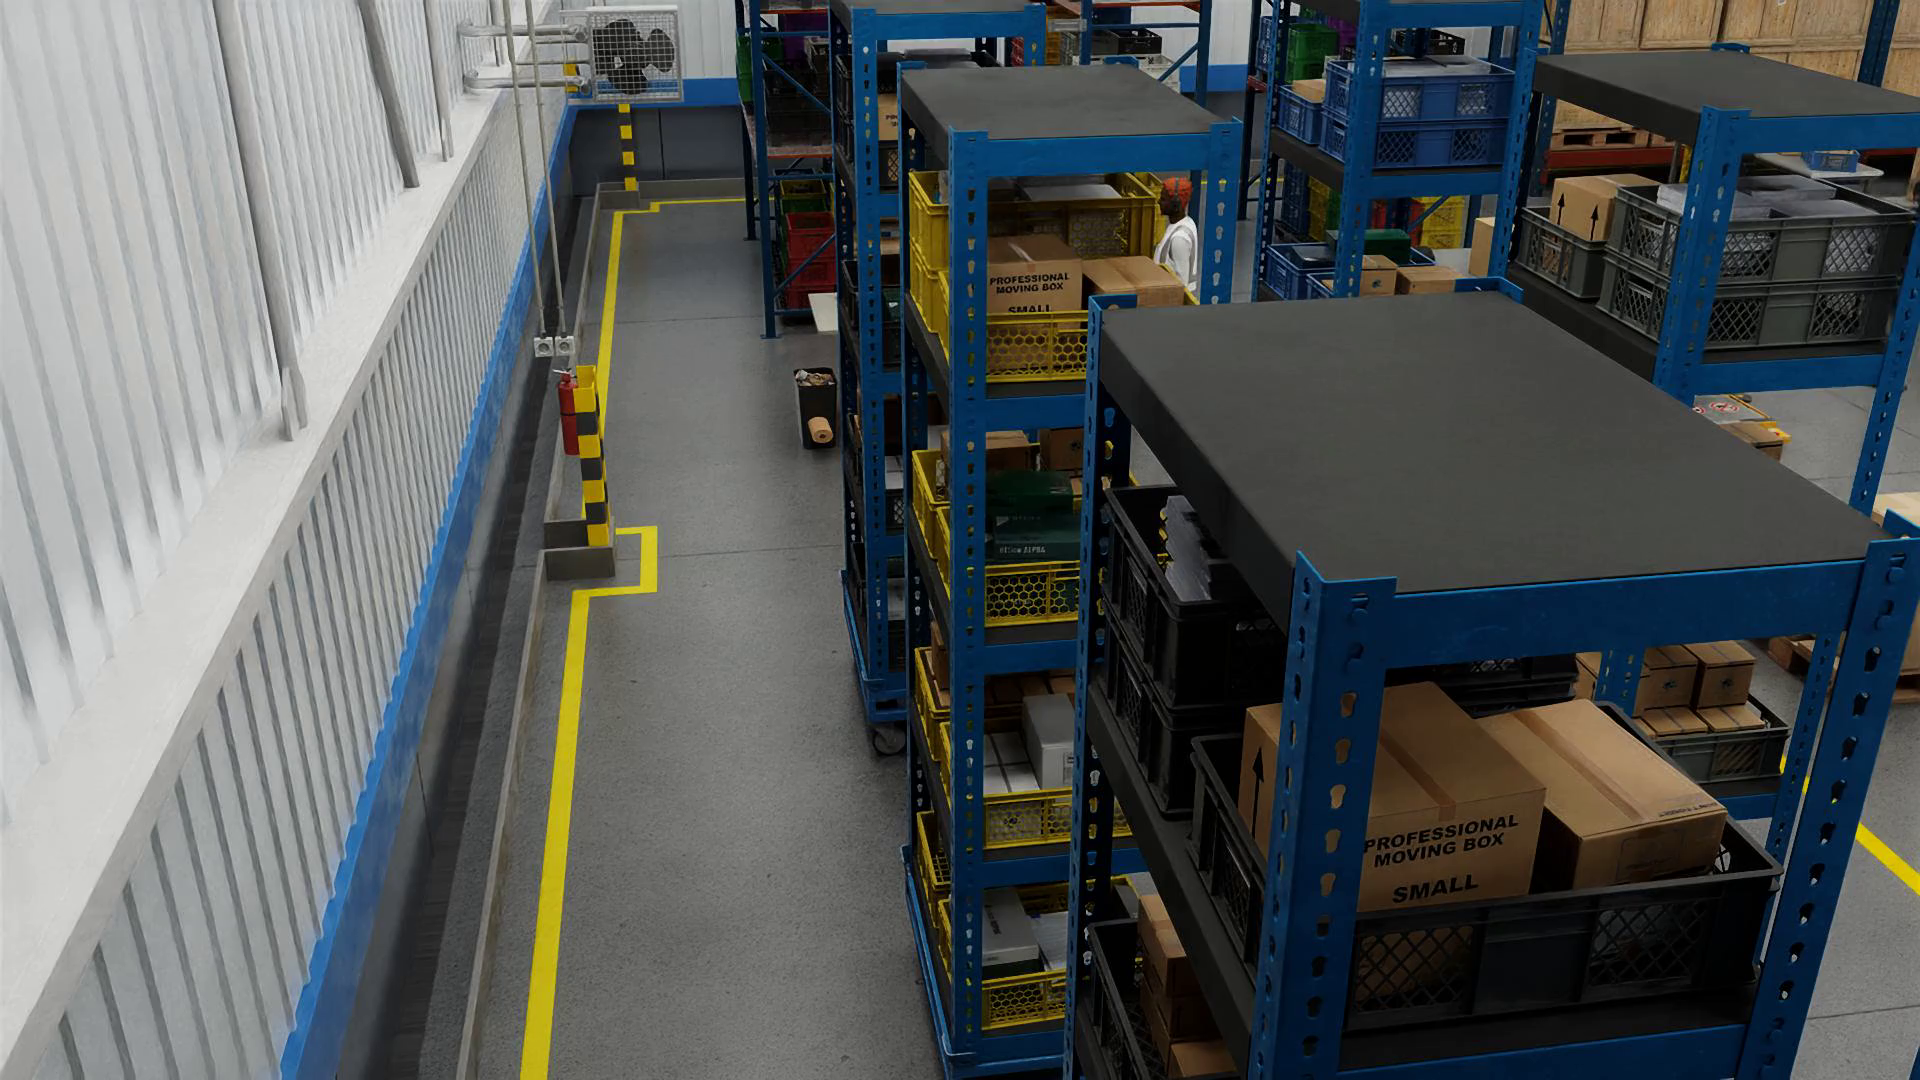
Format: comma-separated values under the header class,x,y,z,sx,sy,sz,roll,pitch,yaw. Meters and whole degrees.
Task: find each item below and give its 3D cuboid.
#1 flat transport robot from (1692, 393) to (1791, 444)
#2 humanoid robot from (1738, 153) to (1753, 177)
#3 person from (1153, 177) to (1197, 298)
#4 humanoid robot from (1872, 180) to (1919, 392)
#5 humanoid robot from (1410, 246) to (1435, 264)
class,x,y,z,sx,sy,sz,roll,pitch,yaw
flat transport robot,5.224,-0.859,12.132,1.431,0.197,0.652,-4,25,-8
humanoid robot,6.430,-2.473,13.975,0.604,1.655,0.322,17,30,32
person,1.527,-1.683,12.025,0.349,1.882,0.582,2,25,5
humanoid robot,7.348,-2.003,12.961,0.339,1.643,0.635,7,26,15
humanoid robot,2.982,-1.138,11.071,0.612,1.657,0.317,6,25,12
